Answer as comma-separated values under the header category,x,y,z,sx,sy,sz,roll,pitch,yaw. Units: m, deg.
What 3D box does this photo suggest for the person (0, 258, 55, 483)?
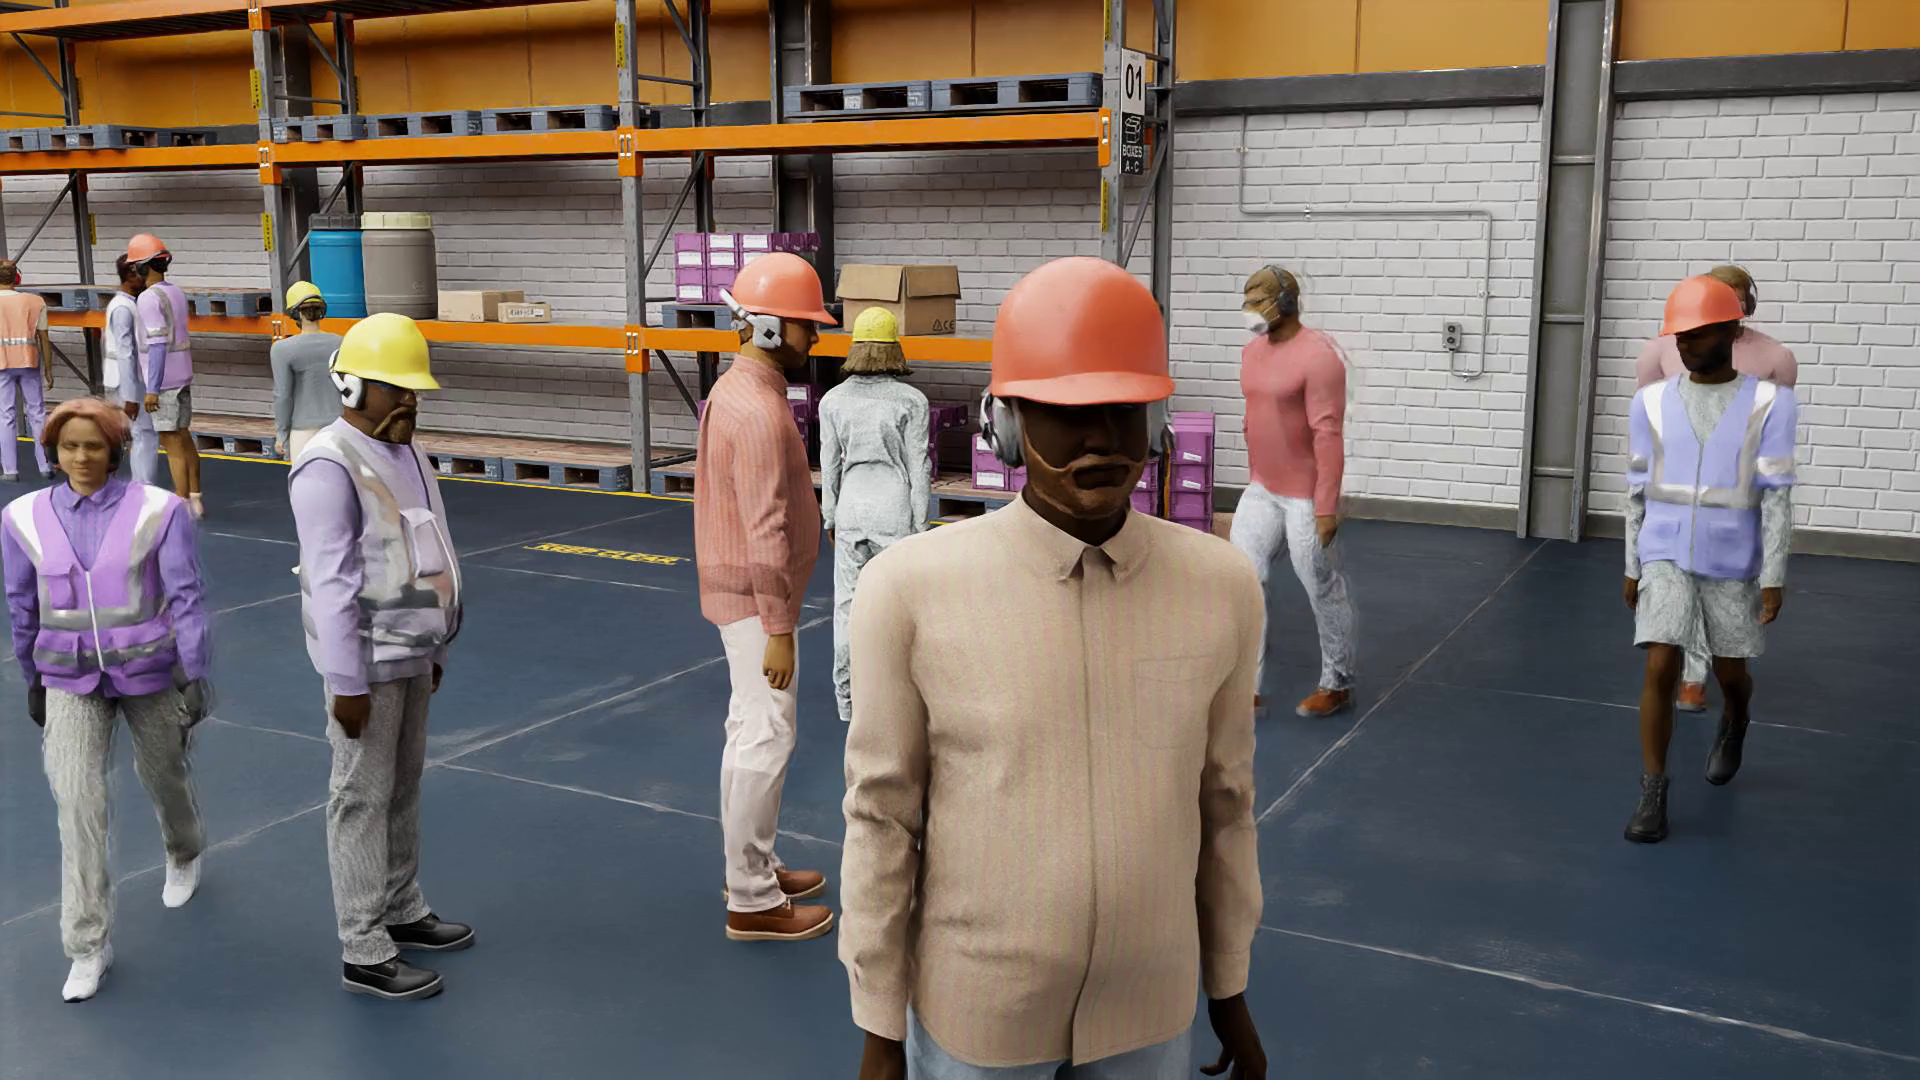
category,x,y,z,sx,sy,sz,roll,pitch,yaw
person,-7.813,-1.394,13.746,0.565,1.845,0.384,-8,13,-36

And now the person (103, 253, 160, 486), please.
category,x,y,z,sx,sy,sz,roll,pitch,yaw
person,-5.897,-1.096,11.947,0.448,1.912,0.601,-4,11,-20

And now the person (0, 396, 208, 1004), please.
category,x,y,z,sx,sy,sz,roll,pitch,yaw
person,-2.395,0.380,4.721,0.515,1.597,0.870,-3,11,-14

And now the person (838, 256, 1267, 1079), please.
category,x,y,z,sx,sy,sz,roll,pitch,yaw
person,0.139,0.624,2.277,0.608,1.996,0.380,-3,11,-16

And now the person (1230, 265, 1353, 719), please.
category,x,y,z,sx,sy,sz,roll,pitch,yaw
person,1.315,-0.172,6.885,0.873,1.893,0.764,-5,12,-27

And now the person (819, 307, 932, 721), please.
category,x,y,z,sx,sy,sz,roll,pitch,yaw
person,-0.341,-0.092,6.923,0.483,1.737,0.321,4,11,19

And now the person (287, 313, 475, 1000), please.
category,x,y,z,sx,sy,sz,roll,pitch,yaw
person,-1.547,0.304,4.504,0.404,1.823,0.592,1,10,3

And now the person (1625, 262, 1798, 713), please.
category,x,y,z,sx,sy,sz,roll,pitch,yaw
person,3.215,-0.232,7.170,0.639,1.919,0.504,5,11,24

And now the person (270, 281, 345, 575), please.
category,x,y,z,sx,sy,sz,roll,pitch,yaw
person,-3.853,-0.660,9.967,0.321,1.761,0.522,10,14,43

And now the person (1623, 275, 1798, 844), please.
category,x,y,z,sx,sy,sz,roll,pitch,yaw
person,2.572,0.041,5.748,0.555,1.892,0.897,7,12,33

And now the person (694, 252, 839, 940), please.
category,x,y,z,sx,sy,sz,roll,pitch,yaw
person,-0.548,0.176,4.789,0.411,1.980,0.626,-3,11,-14

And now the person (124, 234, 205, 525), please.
category,x,y,z,sx,sy,sz,roll,pitch,yaw
person,-5.607,-1.114,11.683,0.394,2.038,0.611,-1,10,-6
